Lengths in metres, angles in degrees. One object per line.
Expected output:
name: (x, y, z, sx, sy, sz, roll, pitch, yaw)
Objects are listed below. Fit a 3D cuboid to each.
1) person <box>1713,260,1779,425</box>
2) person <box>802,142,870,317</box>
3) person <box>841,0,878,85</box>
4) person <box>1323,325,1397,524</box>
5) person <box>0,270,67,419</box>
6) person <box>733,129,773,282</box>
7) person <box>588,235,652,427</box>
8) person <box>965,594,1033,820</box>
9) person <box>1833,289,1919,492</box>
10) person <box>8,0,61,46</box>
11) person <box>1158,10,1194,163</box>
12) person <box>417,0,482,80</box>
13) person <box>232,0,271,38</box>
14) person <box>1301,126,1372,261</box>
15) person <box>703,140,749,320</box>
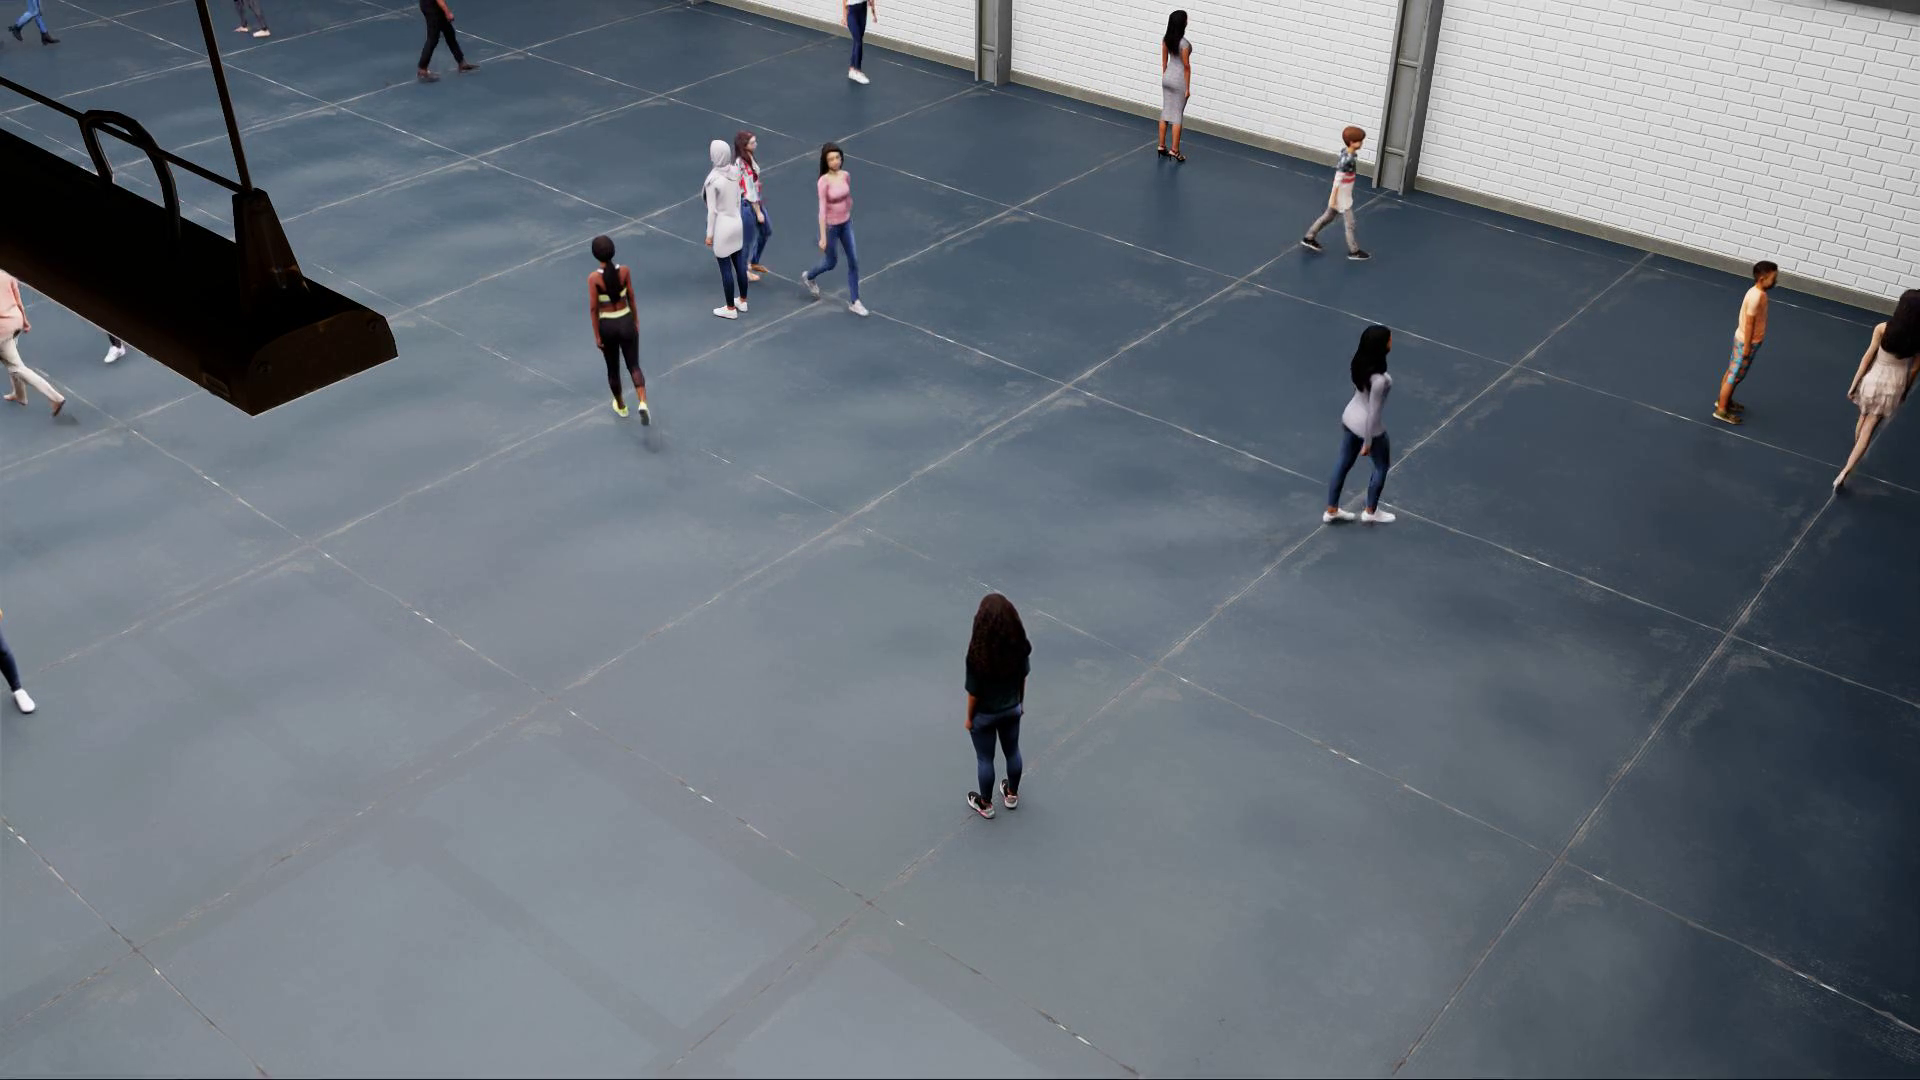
person: (6.850, -1.749, 14.481, 0.549, 1.461, 0.568, 15, 36, 21)
person: (-1.262, -3.049, 16.212, 1.064, 1.712, 0.634, 26, 42, 34)
person: (-1.431, -6.980, 22.081, 0.660, 1.761, 0.741, -28, 42, -35)
person: (3.029, -0.861, 12.914, 0.877, 1.718, 0.842, -10, 35, -14)
person: (-8.227, -1.839, 14.404, 1.154, 1.697, 0.866, 10, 35, 15)
person: (-2.221, -3.361, 16.782, 0.746, 1.599, 0.701, 4, 34, 5)
person: (-2.899, -1.753, 14.238, 0.816, 1.739, 1.040, -16, 37, -22)
person: (0.219, 1.018, 10.178, 0.695, 1.617, 0.720, -14, 36, -20)
person: (7.367, -1.131, 13.347, 0.929, 1.689, 0.718, 18, 38, 25)
person: (-13.200, -7.747, 23.361, 0.923, 1.621, 0.895, -8, 34, -12)
person: (2.533, -5.355, 19.618, 0.683, 1.781, 0.520, -23, 40, -31)
person: (-7.056, -6.988, 22.075, 1.097, 1.781, 1.130, -10, 35, -15)
person: (-10.136, -8.046, 23.699, 0.934, 1.744, 0.871, -2, 34, -3)
person: (3.909, -3.615, 17.342, 1.041, 1.402, 0.766, 10, 35, 15)
person: (-2.254, -3.006, 16.089, 0.534, 1.775, 0.617, 22, 39, 29)
